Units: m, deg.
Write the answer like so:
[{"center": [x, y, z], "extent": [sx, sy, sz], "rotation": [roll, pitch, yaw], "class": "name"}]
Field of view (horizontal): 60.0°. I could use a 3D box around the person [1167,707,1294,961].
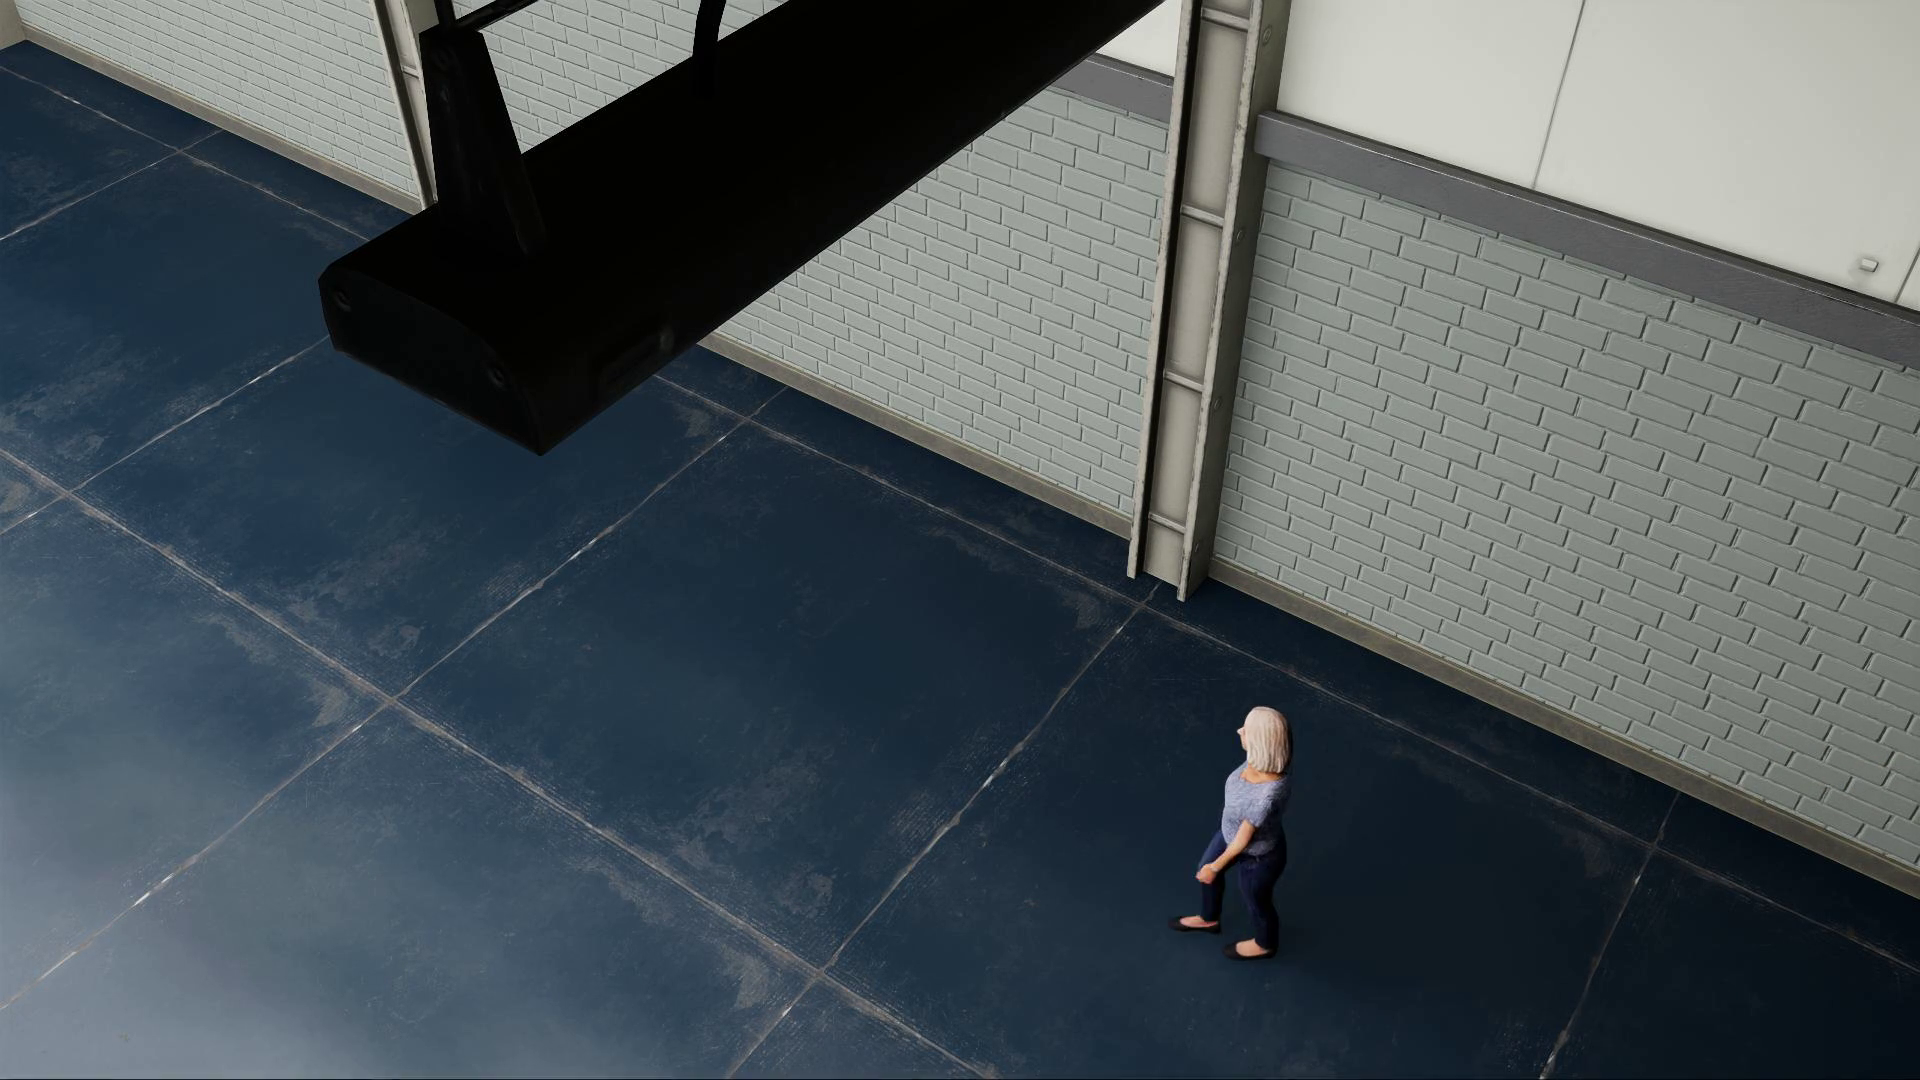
[{"center": [1.389, 1.364, 7.370], "extent": [0.853, 1.701, 0.751], "rotation": [3, 43, 4], "class": "person"}]
